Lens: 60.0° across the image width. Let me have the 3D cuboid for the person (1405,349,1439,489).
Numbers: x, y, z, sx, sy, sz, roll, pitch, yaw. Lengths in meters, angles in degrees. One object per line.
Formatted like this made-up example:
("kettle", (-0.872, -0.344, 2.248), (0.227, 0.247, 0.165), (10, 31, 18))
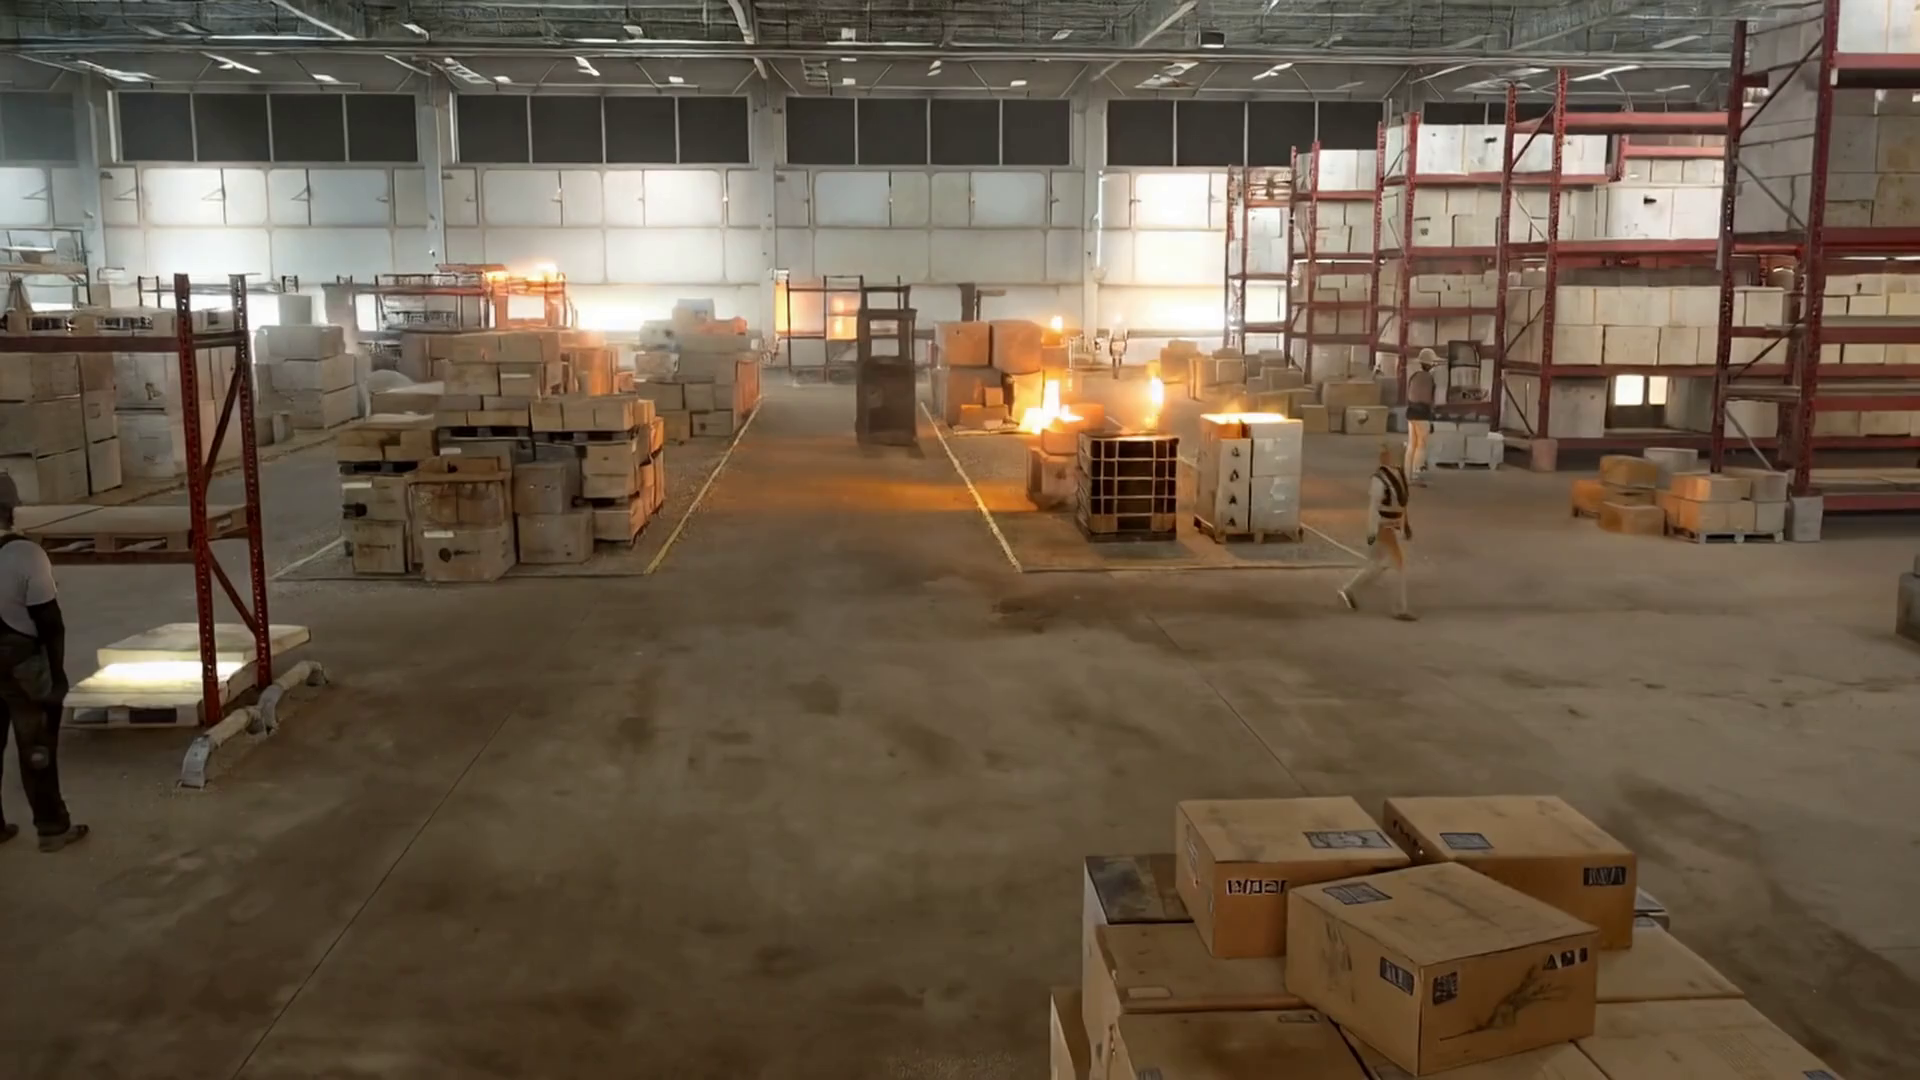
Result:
("person", (6.575, -1.719, 23.649), (0.407, 1.987, 0.608), (-2, 9, -14))

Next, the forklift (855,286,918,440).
("forklift", (-1.390, -3.335, 30.969), (1.129, 2.768, 1.873), (-1, 9, -5))

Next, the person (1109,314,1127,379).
("person", (4.610, -5.650, 48.587), (0.535, 1.887, 0.904), (2, 9, 9))

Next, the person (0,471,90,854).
("person", (-4.976, 0.627, 8.719), (0.681, 2.000, 0.538), (1, 9, 4))

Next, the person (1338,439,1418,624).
("person", (3.702, -0.104, 14.658), (0.762, 1.611, 0.519), (7, 11, 36))

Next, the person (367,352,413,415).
("person", (-8.257, -1.766, 24.159), (0.635, 1.913, 0.814), (-3, 10, -19))

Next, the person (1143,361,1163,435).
("person", (3.068, -1.989, 26.283), (0.357, 1.678, 0.617), (0, 9, -1))

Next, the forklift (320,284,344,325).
("forklift", (-14.446, -4.536, 38.514), (1.873, 2.768, 1.129), (-2, 9, -11))

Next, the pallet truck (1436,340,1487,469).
("pallet truck", (8.004, -2.170, 26.422), (0.823, 1.965, 1.885), (2, 9, 14))

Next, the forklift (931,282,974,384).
("forklift", (0.169, -5.571, 45.011), (1.873, 2.768, 1.129), (-1, 9, -4))
